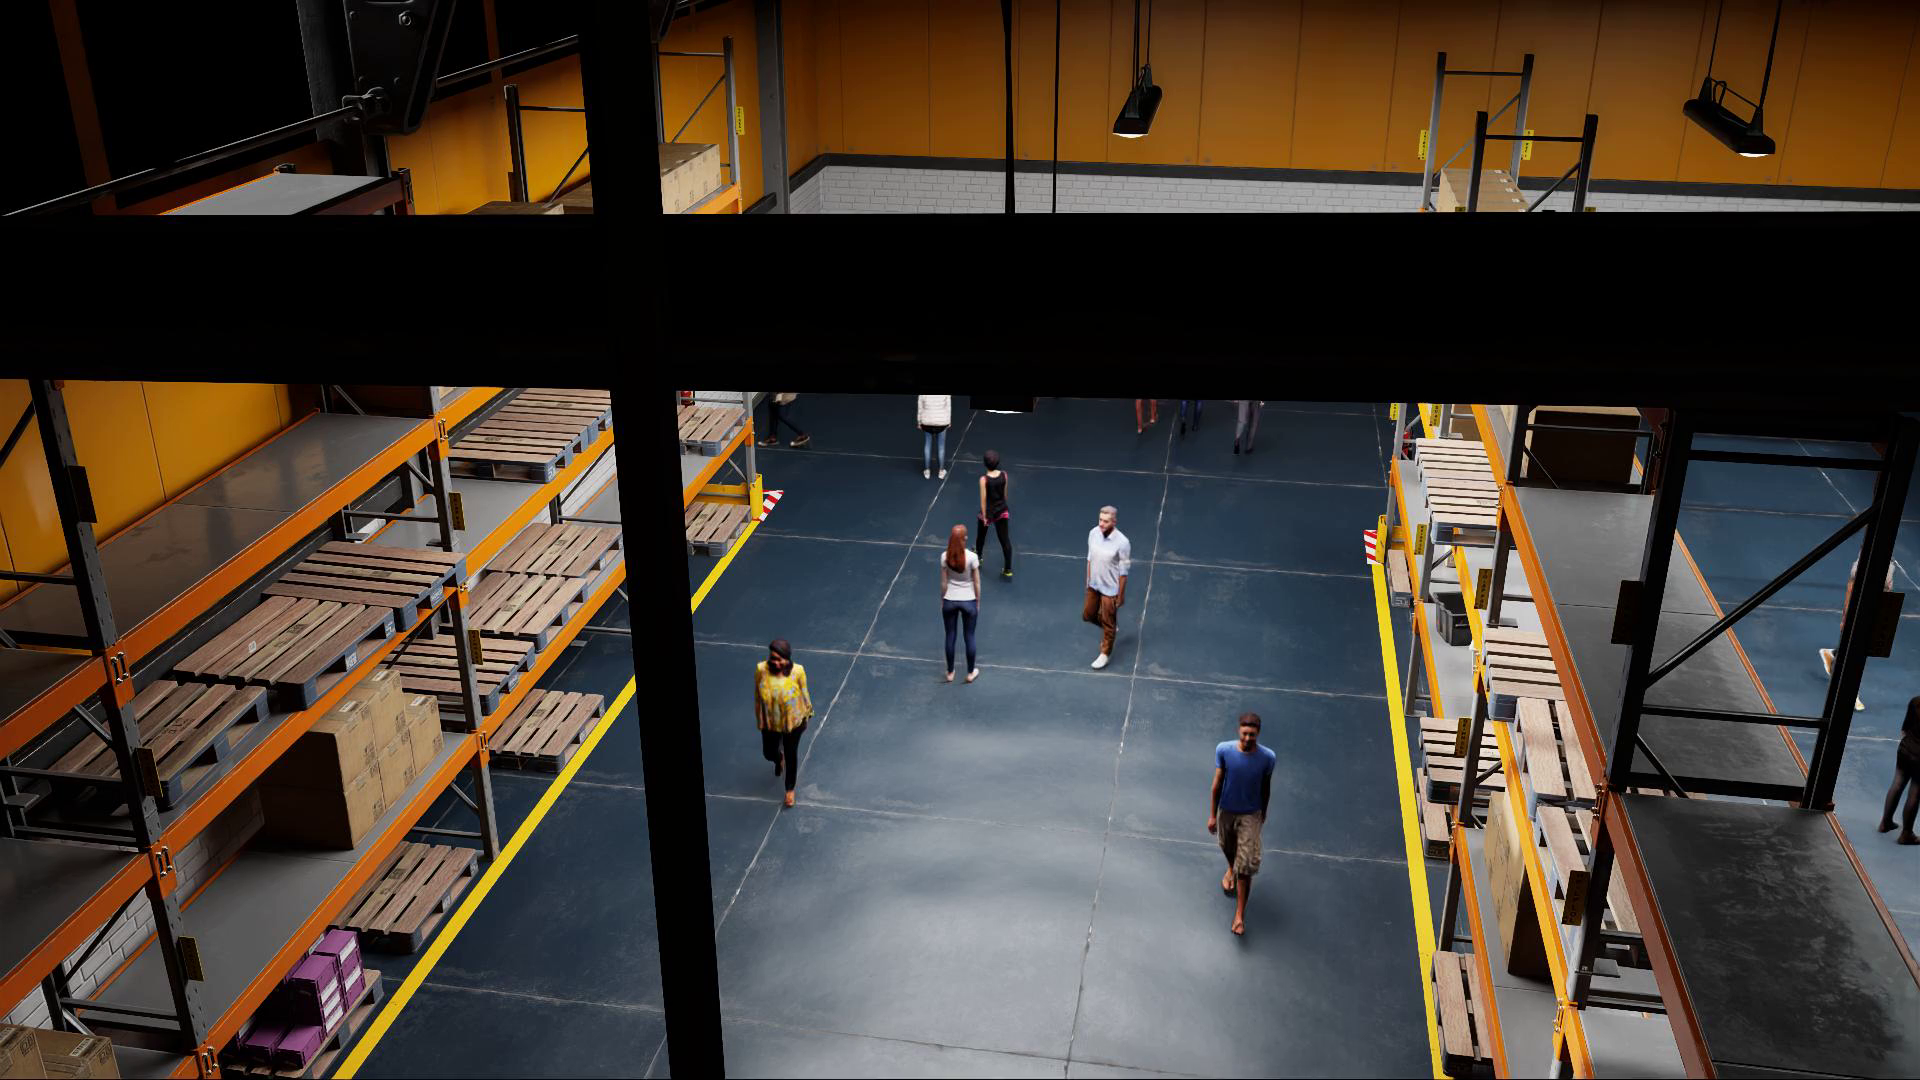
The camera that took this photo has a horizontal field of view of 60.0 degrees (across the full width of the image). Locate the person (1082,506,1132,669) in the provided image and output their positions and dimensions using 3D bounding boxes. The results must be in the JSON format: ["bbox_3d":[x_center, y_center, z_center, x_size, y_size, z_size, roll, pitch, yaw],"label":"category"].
[{"bbox_3d":[1.590,0.452,17.633,0.897,1.818,0.965,21,31,39],"label":"person"}]

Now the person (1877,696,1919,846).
[{"bbox_3d":[8.377,1.890,14.563,0.713,1.642,0.587,-6,24,-14],"label":"person"}]

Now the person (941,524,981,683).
[{"bbox_3d":[-0.004,0.659,17.258,0.563,1.739,0.522,3,24,6],"label":"person"}]

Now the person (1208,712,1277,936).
[{"bbox_3d":[2.291,2.192,13.656,0.750,1.815,1.263,7,25,16],"label":"person"}]

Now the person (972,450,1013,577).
[{"bbox_3d":[0.442,-0.287,19.708,0.916,1.509,1.105,-10,25,-21],"label":"person"}]

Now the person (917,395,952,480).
[{"bbox_3d":[-0.343,-1.633,22.629,0.633,1.636,0.563,2,24,5],"label":"person"}]

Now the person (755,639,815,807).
[{"bbox_3d":[-1.608,1.614,15.194,0.759,1.641,0.869,0,24,1],"label":"person"}]

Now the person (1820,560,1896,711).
[{"bbox_3d":[9.126,0.750,16.879,0.917,1.876,1.122,-6,24,-12],"label":"person"}]
